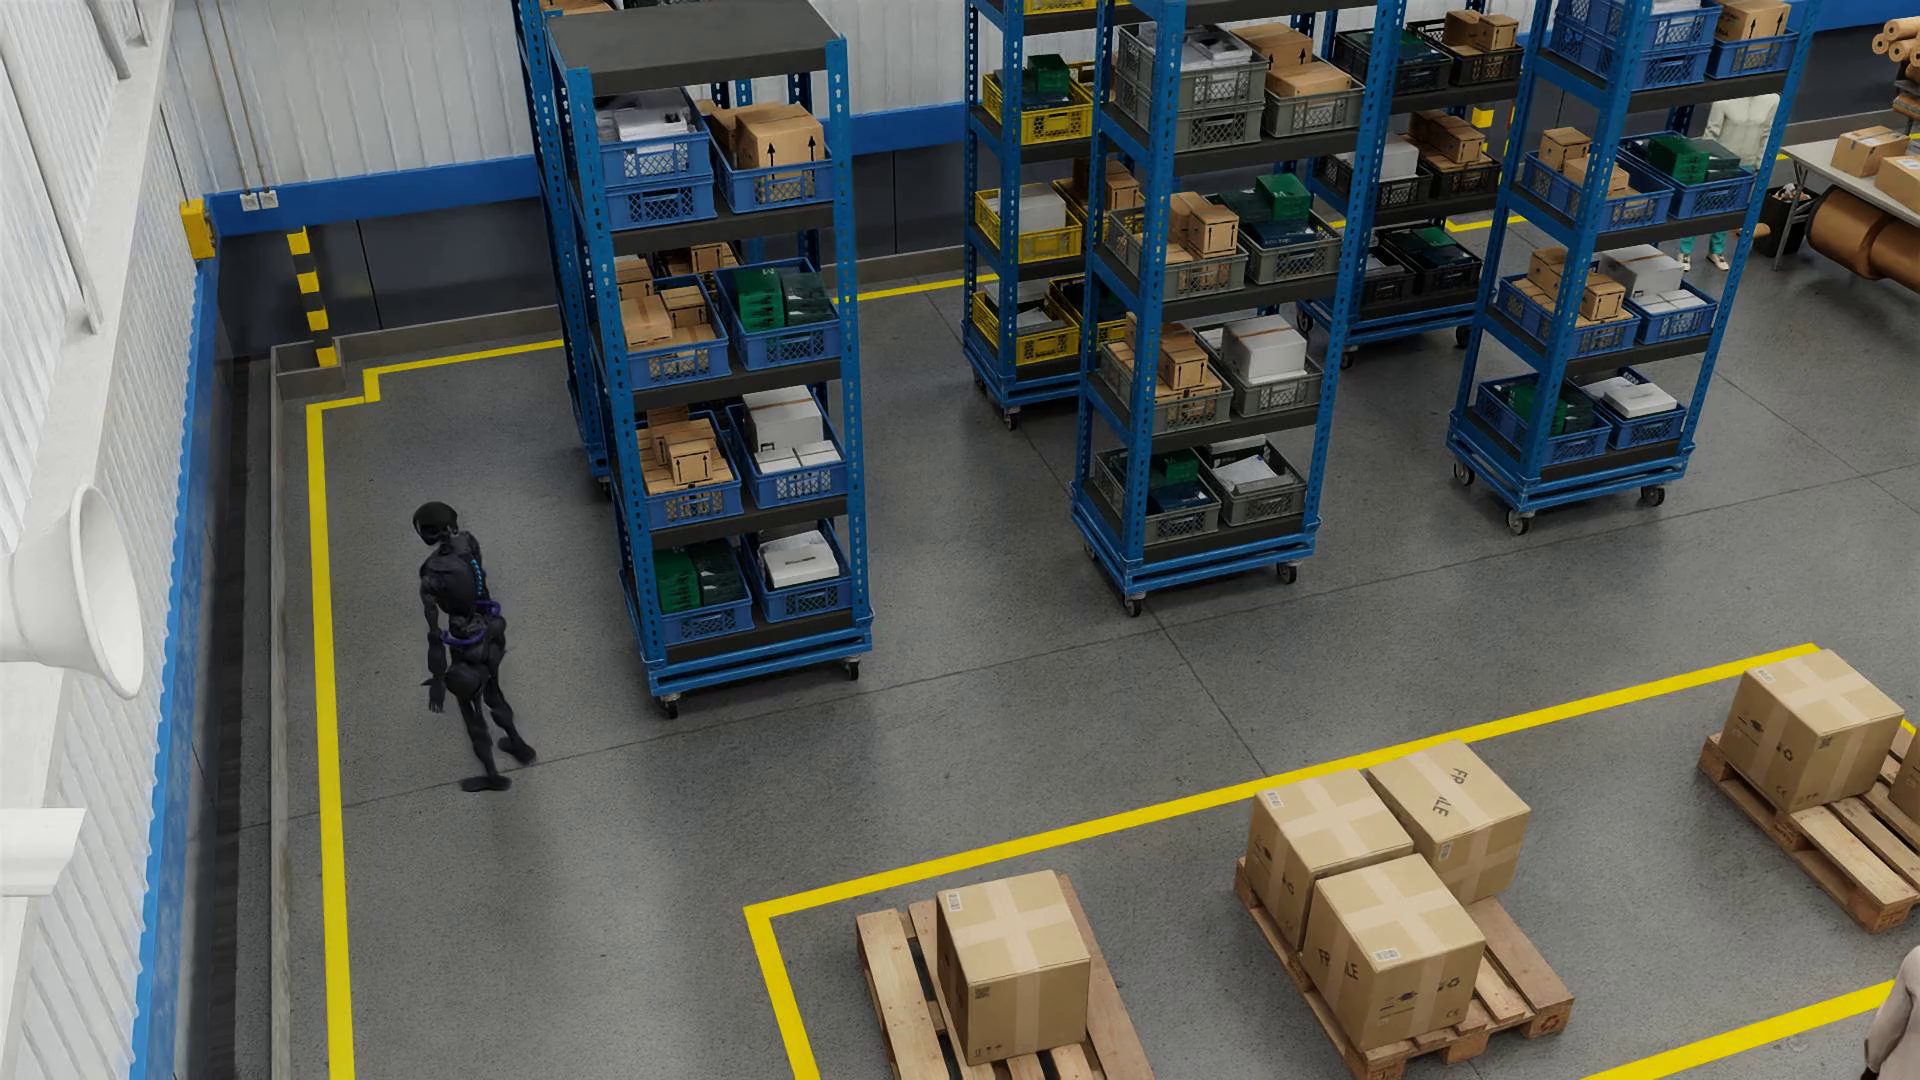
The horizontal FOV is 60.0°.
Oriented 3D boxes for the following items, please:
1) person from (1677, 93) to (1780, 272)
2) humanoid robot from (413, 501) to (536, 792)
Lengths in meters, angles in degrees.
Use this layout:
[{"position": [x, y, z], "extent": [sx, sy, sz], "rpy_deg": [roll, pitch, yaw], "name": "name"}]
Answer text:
[{"position": [5.985, -2.922, 12.898], "extent": [0.532, 1.767, 0.321], "rpy_deg": [-1, 35, -2], "name": "person"}, {"position": [-2.396, 0.522, 8.087], "extent": [0.326, 1.654, 0.610], "rpy_deg": [6, 36, 8], "name": "humanoid robot"}]
